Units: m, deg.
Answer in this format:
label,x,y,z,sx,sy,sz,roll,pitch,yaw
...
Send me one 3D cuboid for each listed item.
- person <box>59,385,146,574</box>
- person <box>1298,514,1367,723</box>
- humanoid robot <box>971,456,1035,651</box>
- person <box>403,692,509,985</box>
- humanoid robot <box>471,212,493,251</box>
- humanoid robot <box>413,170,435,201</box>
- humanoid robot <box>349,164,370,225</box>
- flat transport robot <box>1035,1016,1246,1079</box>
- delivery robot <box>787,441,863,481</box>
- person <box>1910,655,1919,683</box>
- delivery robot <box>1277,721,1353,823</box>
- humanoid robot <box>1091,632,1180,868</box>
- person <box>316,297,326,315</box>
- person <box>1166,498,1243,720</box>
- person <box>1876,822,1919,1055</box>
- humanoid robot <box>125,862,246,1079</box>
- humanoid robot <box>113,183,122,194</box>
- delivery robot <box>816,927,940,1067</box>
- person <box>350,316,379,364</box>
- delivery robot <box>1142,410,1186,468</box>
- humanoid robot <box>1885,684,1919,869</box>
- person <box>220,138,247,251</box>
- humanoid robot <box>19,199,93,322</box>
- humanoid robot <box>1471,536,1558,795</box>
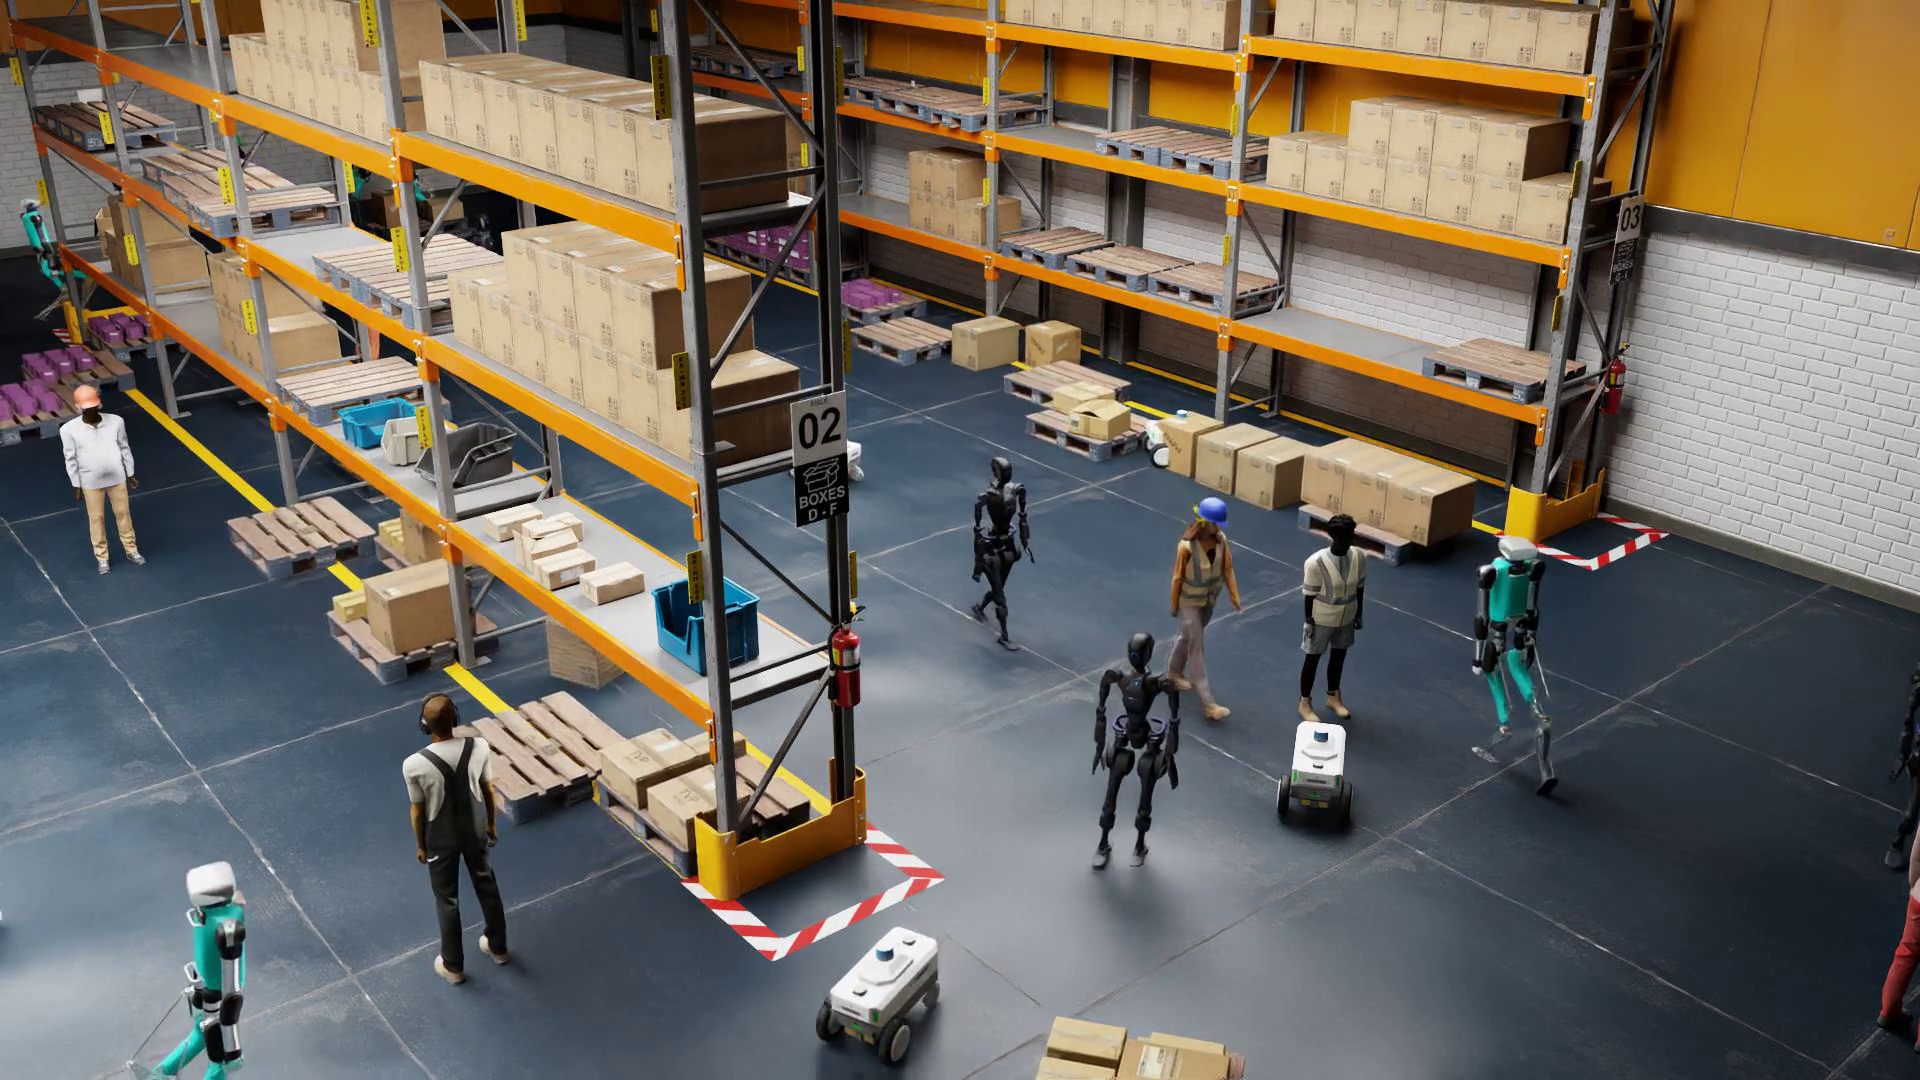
label,x,y,z,sx,sy,sz,roll,pitch,yaw
person,-7.769,-0.570,15.088,0.562,1.752,0.325,-19,30,-37
person,2.794,0.583,12.495,0.533,1.693,0.320,-9,25,-19
humanoid robot,0.303,0.053,13.824,0.597,1.647,0.778,-17,28,-34
person,-2.926,1.724,9.679,0.499,1.838,0.338,-18,29,-36
humanoid robot,-6.304,-3.526,22.037,0.556,1.641,0.609,3,24,7
humanoid robot,-8.844,-5.819,27.400,0.805,1.887,0.543,-1,23,-2
humanoid robot,-10.337,-6.214,28.151,0.530,1.751,0.740,10,25,22
flat transport robot,0.744,3.136,8.381,1.431,0.231,0.659,6,24,14
delivery robot,-1.396,-0.872,17.311,0.805,0.601,0.499,14,27,30
person,7.815,0.262,12.954,0.546,1.926,0.388,14,27,28
delivery robot,2.500,1.577,11.613,0.499,0.581,0.774,6,24,13
humanoid robot,1.126,1.374,10.686,0.586,1.657,0.420,8,24,17
person,-9.238,-3.971,22.877,0.975,1.825,0.554,4,24,9
person,1.867,0.474,12.709,0.463,1.721,0.897,-16,28,-32
person,5.405,2.011,9.097,0.306,1.768,0.523,-8,25,-18
humanoid robot,-3.792,2.472,8.145,0.758,1.841,0.555,-16,28,-32
humanoid robot,-12.057,-4.421,24.101,0.609,1.644,0.369,12,26,26
delivery robot,-0.432,2.553,9.395,0.499,0.614,0.815,13,27,27
person,-7.174,-2.718,20.062,0.498,1.759,0.331,14,27,29
delivery robot,2.323,-1.080,17.809,0.785,0.614,0.516,-2,23,-5
humanoid robot,6.307,1.399,10.638,0.591,1.646,0.415,8,25,17
person,-11.269,-5.466,26.245,0.845,1.895,0.543,-12,26,-26
humanoid robot,-12.224,-3.773,22.550,0.563,1.754,1.015,21,31,39
humanoid robot,4.004,0.929,11.660,0.544,1.777,0.947,-9,25,-20
